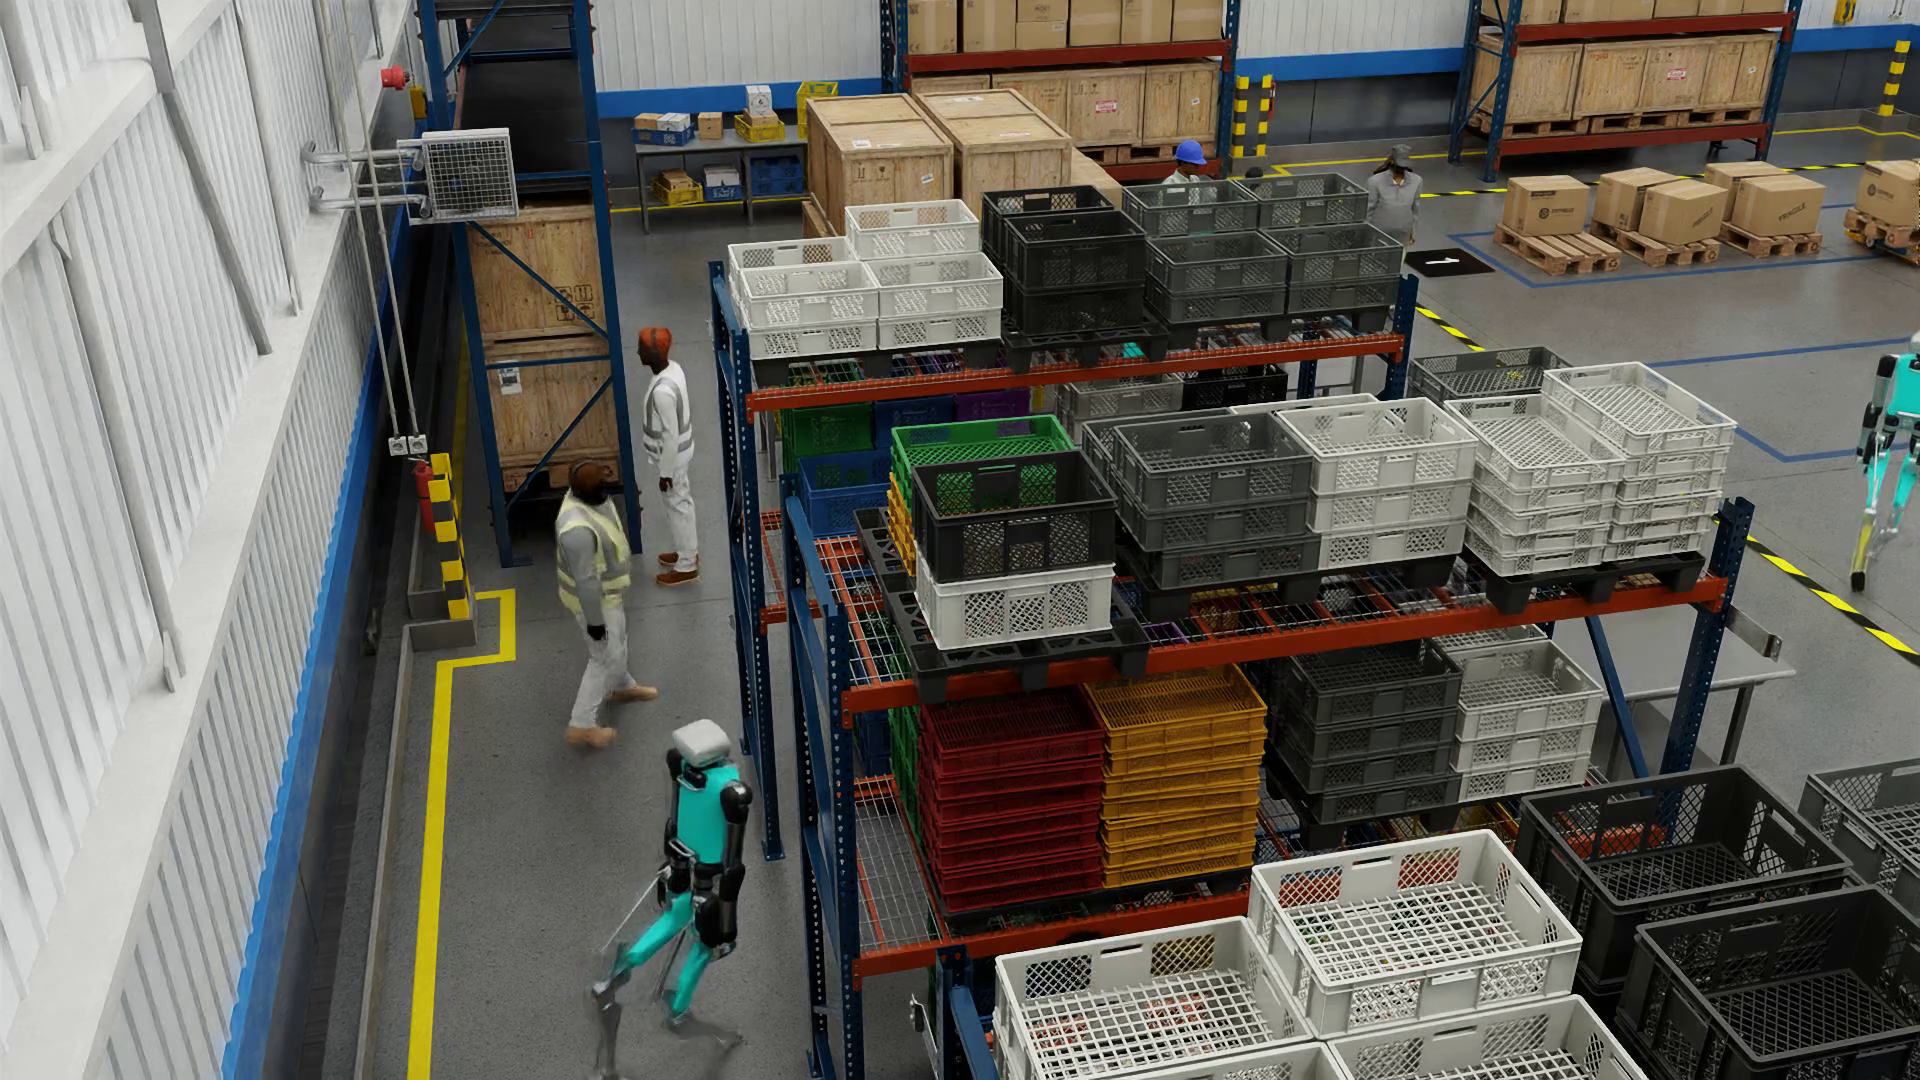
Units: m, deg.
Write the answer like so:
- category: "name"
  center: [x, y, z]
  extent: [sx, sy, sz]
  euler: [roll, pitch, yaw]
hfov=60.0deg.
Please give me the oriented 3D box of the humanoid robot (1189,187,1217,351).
- category: "humanoid robot"
  center: [1.950, -2.212, 14.666]
  extent: [0.983, 1.767, 0.535]
  euler: [-10, 29, -18]

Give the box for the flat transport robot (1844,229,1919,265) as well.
- category: "flat transport robot"
  center: [10.443, -3.236, 18.156]
  extent: [0.652, 0.197, 1.431]
  euler: [-6, 28, -12]

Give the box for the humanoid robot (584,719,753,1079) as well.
- category: "humanoid robot"
  center: [-1.366, 1.717, 7.268]
  extent: [1.016, 1.764, 0.552]
  euler: [-23, 35, -36]

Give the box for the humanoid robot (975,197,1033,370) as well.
- category: "humanoid robot"
  center: [0.260, -2.032, 14.350]
  extent: [0.868, 1.791, 0.543]
  euler: [-11, 30, -20]

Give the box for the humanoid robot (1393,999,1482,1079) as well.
- category: "humanoid robot"
  center: [1.767, 2.322, 6.147]
  extent: [0.589, 1.666, 0.382]
  euler: [25, 36, 38]

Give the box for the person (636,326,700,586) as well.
- category: "person"
  center: [-1.994, -0.579, 11.413]
  extent: [0.337, 1.882, 0.583]
  euler: [-2, 28, -4]

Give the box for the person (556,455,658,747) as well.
- category: "person"
  center: [-2.142, 0.308, 9.814]
  extent: [0.503, 1.817, 0.729]
  euler: [-3, 28, -6]

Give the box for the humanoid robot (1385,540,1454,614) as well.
- category: "humanoid robot"
  center: [2.824, 0.078, 10.443]
  extent: [0.600, 1.616, 0.749]
  euler: [12, 30, 21]

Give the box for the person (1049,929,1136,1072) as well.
- category: "person"
  center: [0.506, 2.209, 6.053]
  extent: [0.440, 1.945, 0.612]
  euler: [3, 28, 6]

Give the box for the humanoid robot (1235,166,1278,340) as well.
- category: "humanoid robot"
  center: [2.707, -2.709, 15.677]
  extent: [0.600, 1.649, 0.329]
  euler: [10, 29, 18]

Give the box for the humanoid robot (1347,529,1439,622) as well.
- category: "humanoid robot"
  center: [2.588, 0.271, 10.023]
  extent: [0.591, 1.650, 0.404]
  euler: [-10, 29, -18]

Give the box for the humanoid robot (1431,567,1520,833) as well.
- category: "humanoid robot"
  center: [2.780, 0.811, 9.025]
  extent: [0.478, 1.628, 0.608]
  euler: [-20, 34, -33]

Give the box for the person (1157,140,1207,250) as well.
- category: "person"
  center: [2.043, -2.764, 15.503]
  extent: [0.412, 1.939, 0.602]
  euler: [20, 34, 32]

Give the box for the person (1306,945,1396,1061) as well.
- category: "person"
  center: [1.394, 2.181, 6.233]
  extent: [0.403, 1.828, 0.595]
  euler: [-2, 28, -3]

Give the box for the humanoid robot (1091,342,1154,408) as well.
- category: "humanoid robot"
  center: [1.132, -1.020, 12.264]
  extent: [0.735, 1.676, 0.533]
  euler: [-14, 31, -24]

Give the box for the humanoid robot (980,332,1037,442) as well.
- category: "humanoid robot"
  center: [0.494, -0.742, 11.791]
  extent: [0.703, 1.719, 0.532]
  euler: [-19, 33, -32]

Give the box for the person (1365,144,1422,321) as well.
- category: "person"
  center: [4.139, -2.967, 16.063]
  extent: [0.564, 1.769, 0.394]
  euler: [-3, 28, -6]

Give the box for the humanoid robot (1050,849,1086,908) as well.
- category: "humanoid robot"
  center: [0.432, 1.353, 7.975]
  extent: [0.422, 1.647, 0.584]
  euler: [-11, 30, -20]

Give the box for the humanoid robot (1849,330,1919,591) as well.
- category: "humanoid robot"
  center: [6.422, -0.475, 11.418]
  extent: [0.537, 1.773, 0.976]
  euler: [14, 31, 25]

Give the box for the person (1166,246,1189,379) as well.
- category: "person"
  center: [1.584, -1.286, 12.586]
  extent: [0.367, 2.044, 0.607]
  euler: [13, 30, 23]

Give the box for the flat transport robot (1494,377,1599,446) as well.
- category: "flat transport robot"
  center: [4.780, -1.036, 14.013]
  extent: [0.659, 0.231, 1.431]
  euler: [-6, 28, -12]
